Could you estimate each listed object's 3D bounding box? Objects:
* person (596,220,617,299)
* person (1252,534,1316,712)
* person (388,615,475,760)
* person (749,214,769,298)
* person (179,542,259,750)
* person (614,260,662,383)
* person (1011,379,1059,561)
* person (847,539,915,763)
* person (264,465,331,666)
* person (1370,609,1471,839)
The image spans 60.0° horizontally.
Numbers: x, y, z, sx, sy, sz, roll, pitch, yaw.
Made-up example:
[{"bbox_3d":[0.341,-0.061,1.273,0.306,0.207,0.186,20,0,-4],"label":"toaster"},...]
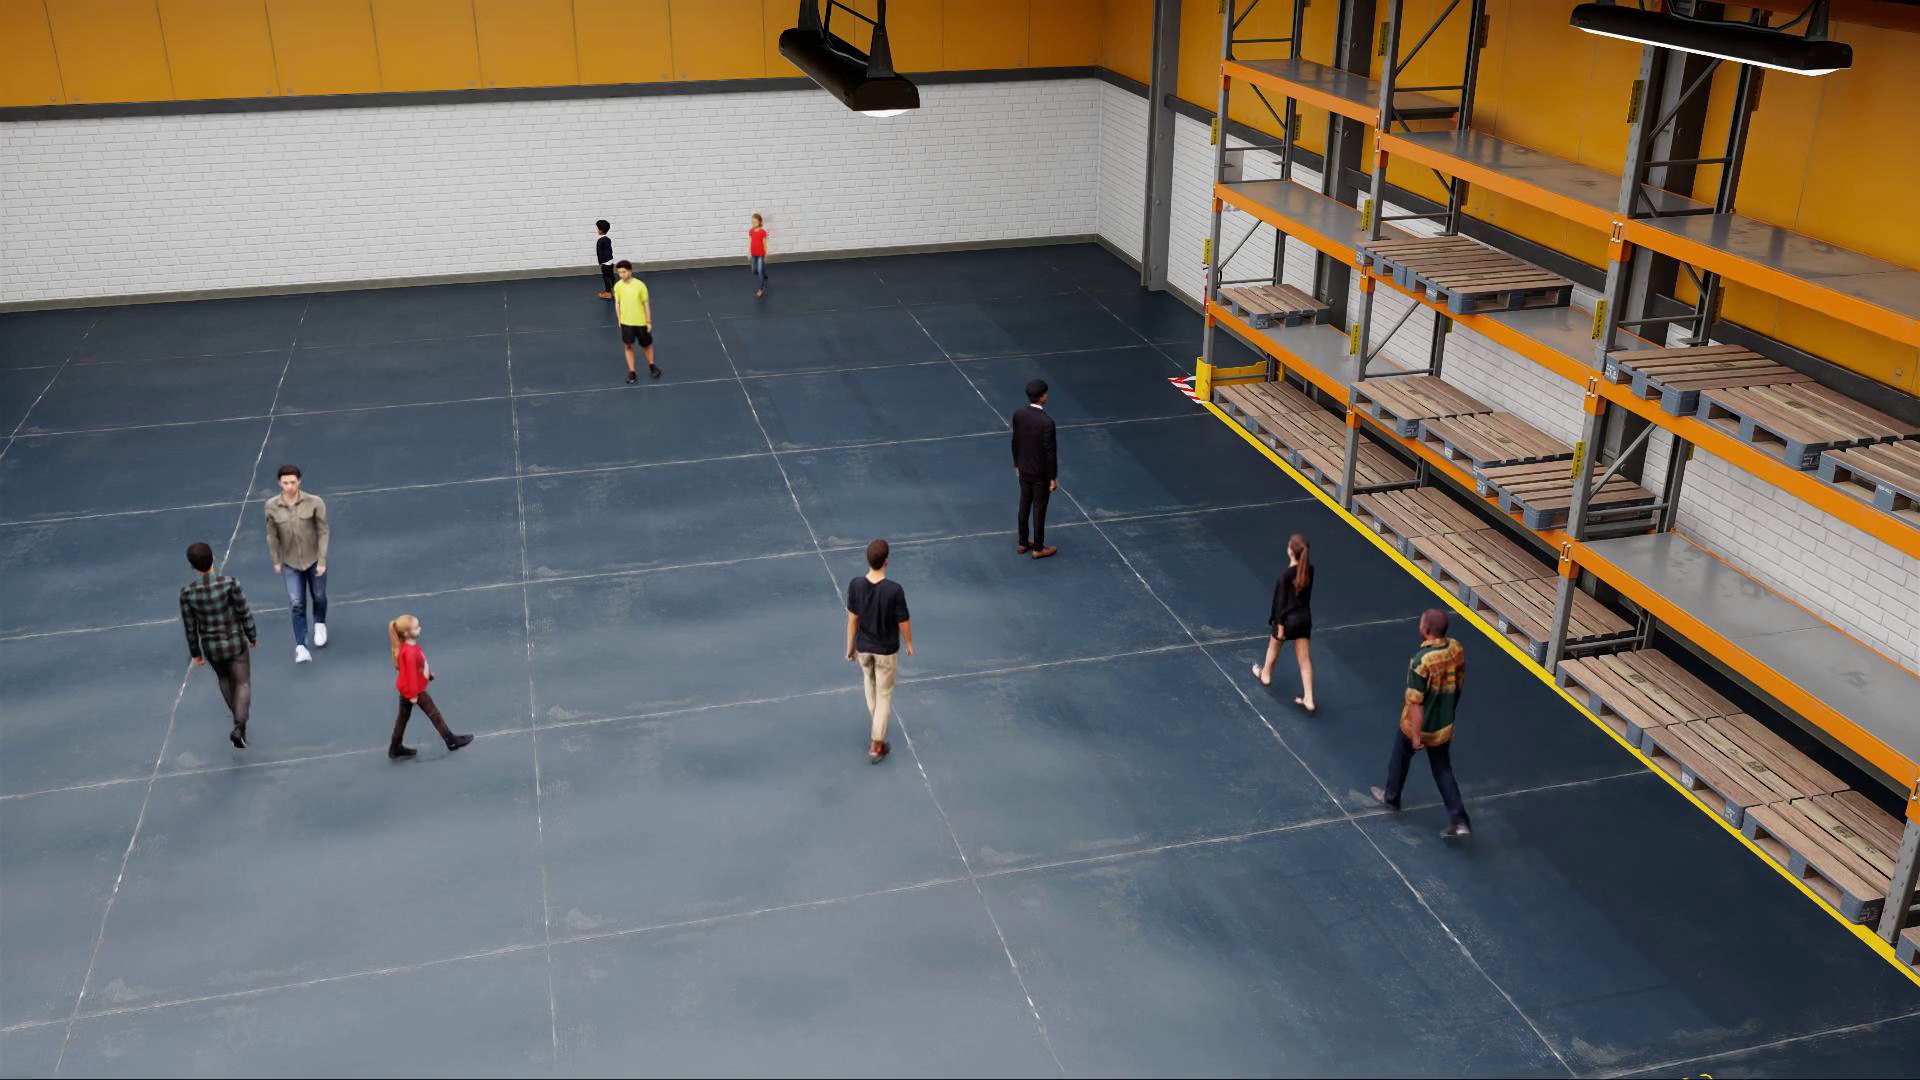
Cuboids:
[{"bbox_3d":[-5.577,-4.442,26.228,0.633,1.222,0.550,9,25,19],"label":"person"},{"bbox_3d":[2.866,0.718,14.060,0.644,1.514,1.086,-9,25,-20],"label":"person"},{"bbox_3d":[-4.424,1.199,13.288,0.679,1.251,0.872,-11,26,-24],"label":"person"},{"bbox_3d":[-3.152,-4.523,26.319,0.719,1.299,0.797,12,26,25],"label":"person"},{"bbox_3d":[-5.892,0.857,13.280,0.699,1.684,1.023,-4,24,-9],"label":"person"},{"bbox_3d":[-4.331,-2.961,22.282,0.811,1.669,0.959,0,24,1],"label":"person"},{"bbox_3d":[0.755,-0.731,16.913,0.699,1.884,0.837,21,31,39],"label":"person"},{"bbox_3d":[-0.683,0.915,13.215,0.949,1.829,1.067,8,25,18],"label":"person"},{"bbox_3d":[-5.883,0.159,14.962,0.718,1.816,1.153,-6,24,-14],"label":"person"},{"bbox_3d":[3.516,1.370,12.234,0.872,1.782,1.252,-12,26,-26],"label":"person"}]
